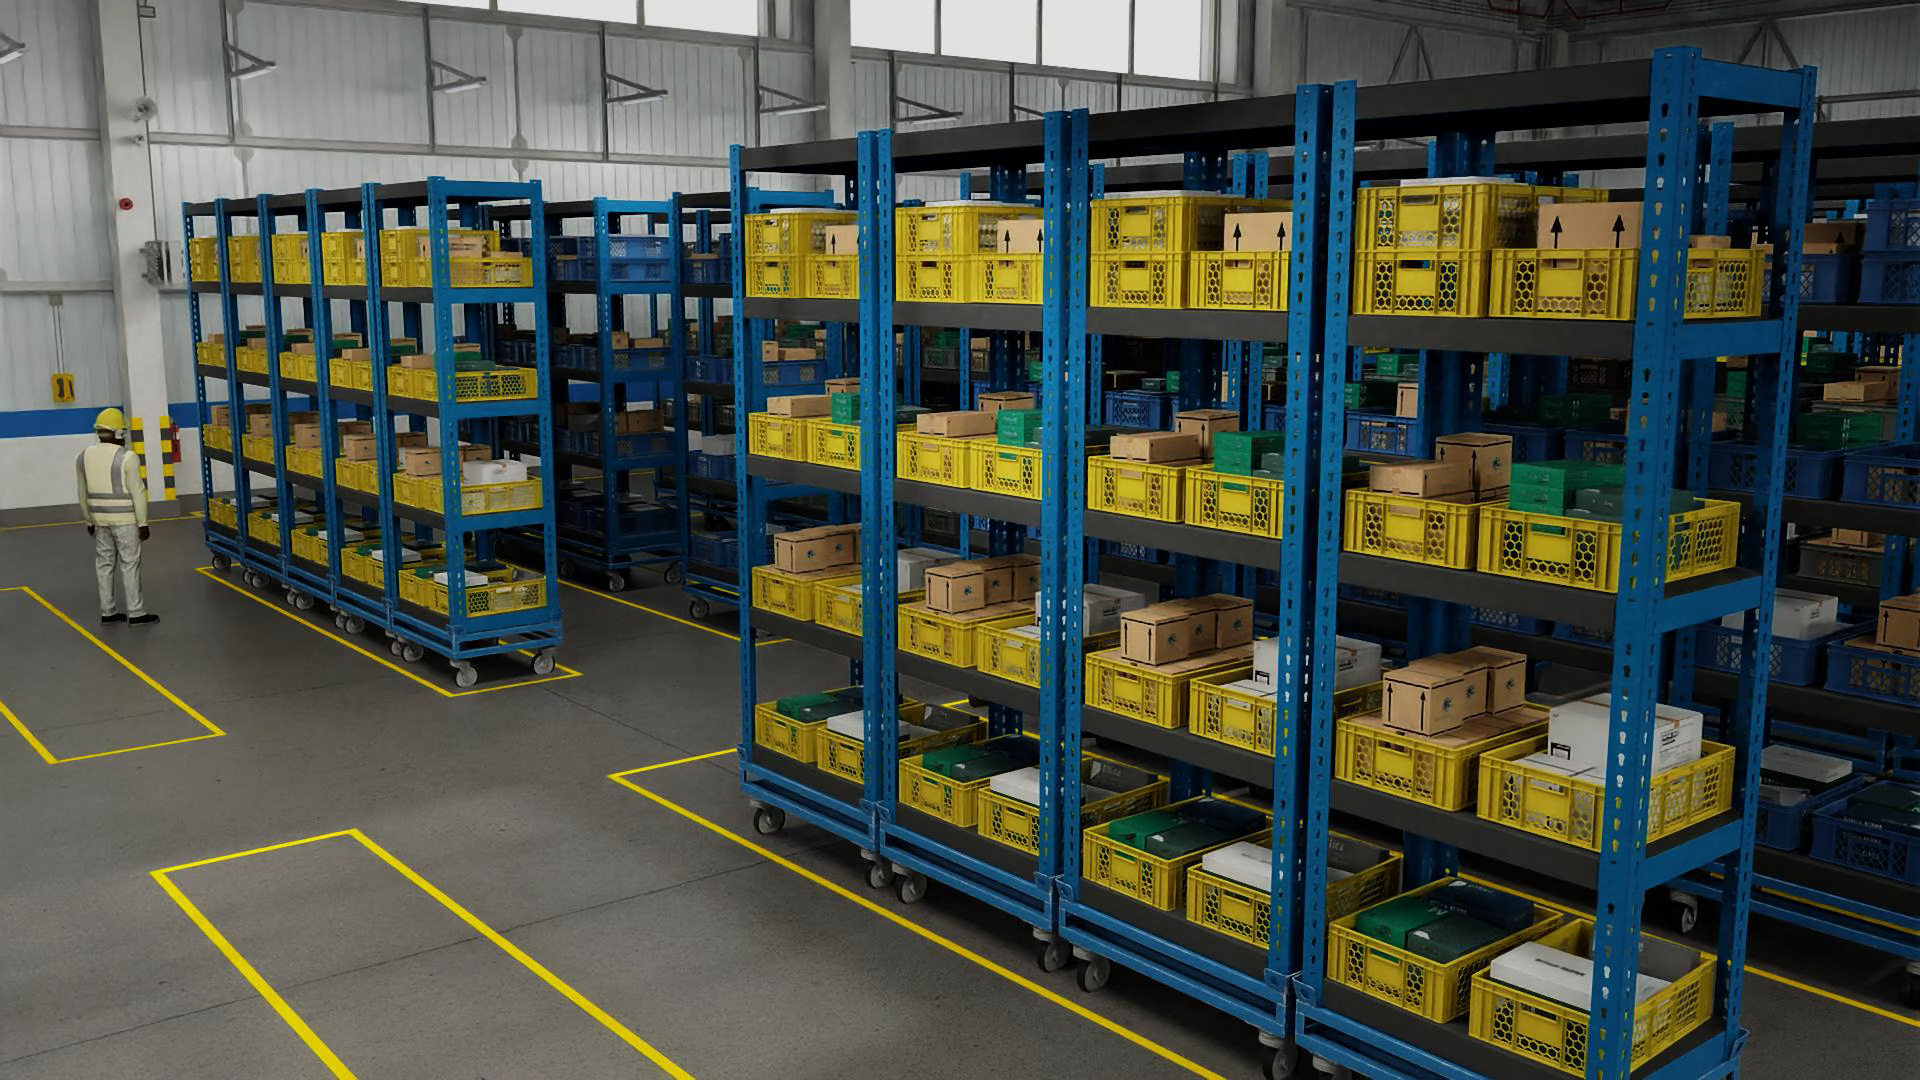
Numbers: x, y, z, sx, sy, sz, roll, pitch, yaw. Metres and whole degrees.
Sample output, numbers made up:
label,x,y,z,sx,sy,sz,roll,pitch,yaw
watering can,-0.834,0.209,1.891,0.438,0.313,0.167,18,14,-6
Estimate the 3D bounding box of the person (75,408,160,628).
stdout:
label,x,y,z,sx,sy,sz,roll,pitch,yaw
person,-7.001,-0.181,13.832,0.600,1.827,0.404,2,10,13
